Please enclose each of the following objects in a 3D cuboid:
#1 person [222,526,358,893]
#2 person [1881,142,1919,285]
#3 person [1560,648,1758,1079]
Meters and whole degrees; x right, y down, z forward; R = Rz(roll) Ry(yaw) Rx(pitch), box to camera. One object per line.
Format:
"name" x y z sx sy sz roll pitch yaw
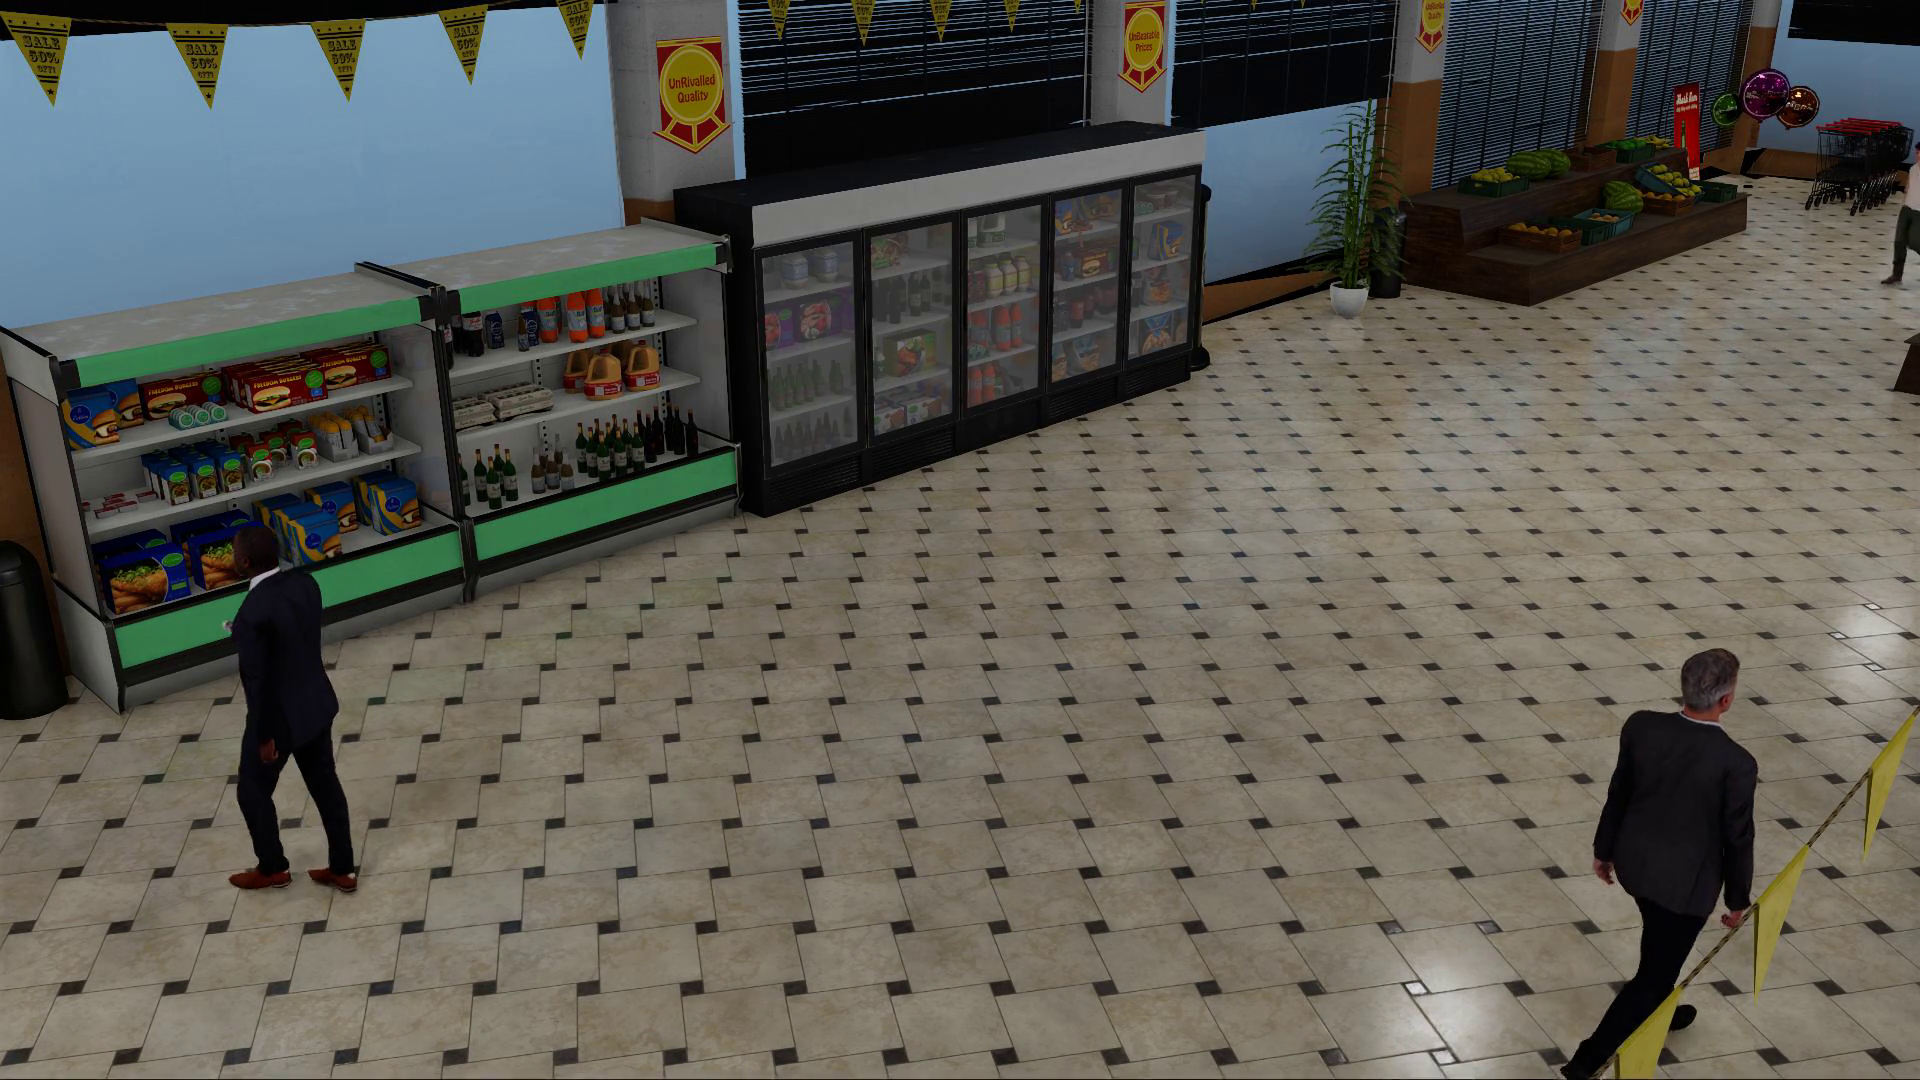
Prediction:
"person" -2.926 0.809 7.442 0.960 1.803 0.910 7 23 17
"person" 10.926 -3.709 18.906 0.999 1.638 0.821 -7 23 -16
"person" 2.618 1.287 6.258 1.256 1.798 0.893 -13 25 -29
